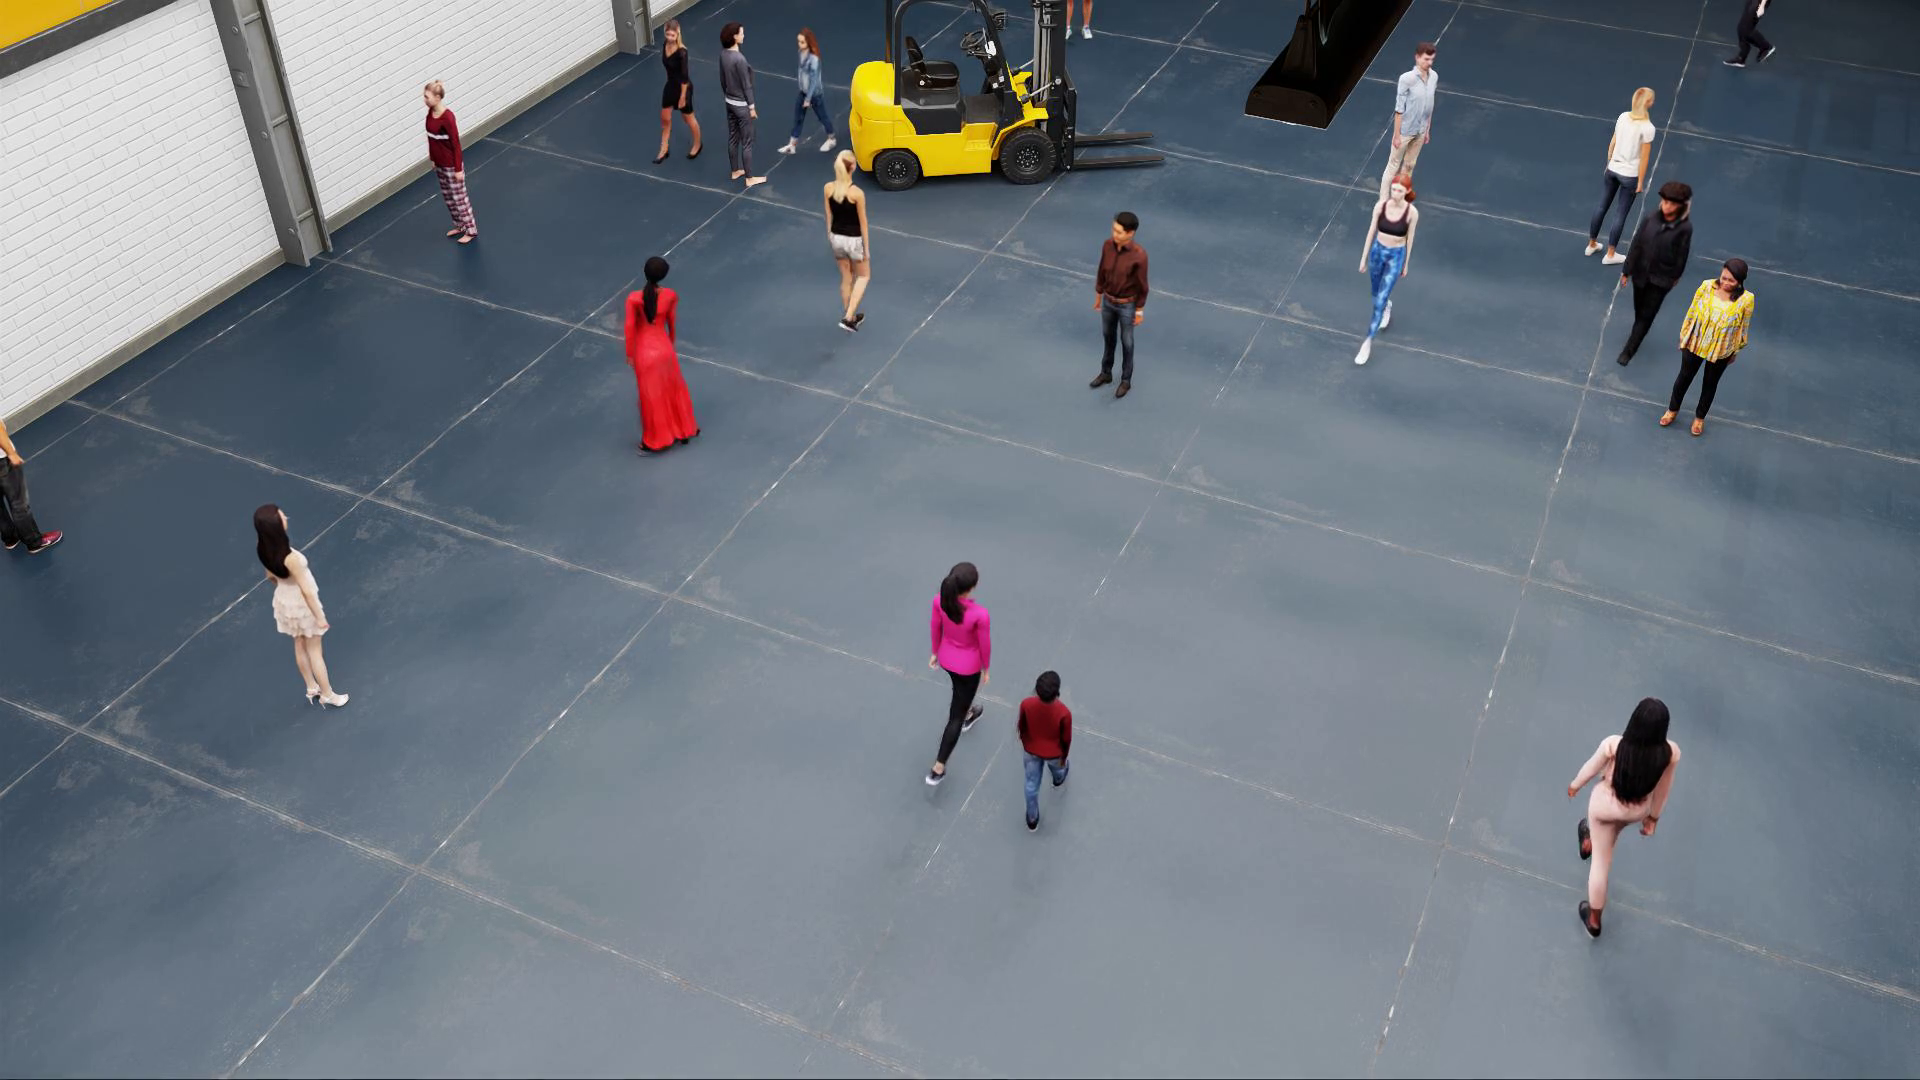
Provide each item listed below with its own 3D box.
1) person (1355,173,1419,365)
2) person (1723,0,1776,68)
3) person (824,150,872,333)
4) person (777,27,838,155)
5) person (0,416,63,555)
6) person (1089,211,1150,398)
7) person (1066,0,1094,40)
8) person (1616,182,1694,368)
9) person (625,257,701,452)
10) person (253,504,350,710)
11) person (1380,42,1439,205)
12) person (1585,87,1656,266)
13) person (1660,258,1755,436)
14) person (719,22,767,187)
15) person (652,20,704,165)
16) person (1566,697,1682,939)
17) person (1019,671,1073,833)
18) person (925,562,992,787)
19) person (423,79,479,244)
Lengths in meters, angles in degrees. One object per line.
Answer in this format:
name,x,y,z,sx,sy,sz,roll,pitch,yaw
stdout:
person,3.915,-2.549,15.198,0.634,1.750,1.184,20,43,23
person,9.836,-6.593,20.263,0.808,1.739,0.807,3,39,4
person,-1.077,-2.712,15.326,0.593,1.835,0.768,16,41,19
person,-1.588,-4.976,18.473,1.031,1.446,0.808,-28,46,-30
person,-7.492,-0.681,12.815,0.657,1.804,0.548,13,41,16
person,1.415,-2.090,14.593,0.692,1.778,0.603,27,46,29
person,1.530,-7.260,21.006,0.757,1.853,0.711,1,39,1
person,6.313,-2.457,15.092,0.796,1.729,1.132,26,45,29
person,-2.582,-1.503,13.881,0.881,1.760,0.777,24,44,27
person,-4.554,0.473,11.418,0.618,1.735,0.589,25,45,28
person,4.673,-4.273,17.271,0.702,1.848,0.790,-18,42,-21
person,6.564,-3.612,16.474,0.684,1.808,0.671,-21,43,-24
person,6.381,-1.655,14.147,0.739,1.654,0.773,21,43,24
person,-2.374,-4.684,17.847,0.641,1.770,0.678,-31,48,-33
person,-2.999,-4.926,18.250,0.950,1.646,0.794,-28,46,-30
person,3.944,1.694,9.935,0.913,1.678,1.182,1,39,2
person,0.526,1.374,10.698,0.626,1.225,0.880,8,39,9
person,-0.035,0.889,10.969,0.637,1.655,1.137,18,42,21
person,-5.186,-3.833,16.838,0.681,1.699,0.610,30,47,32
